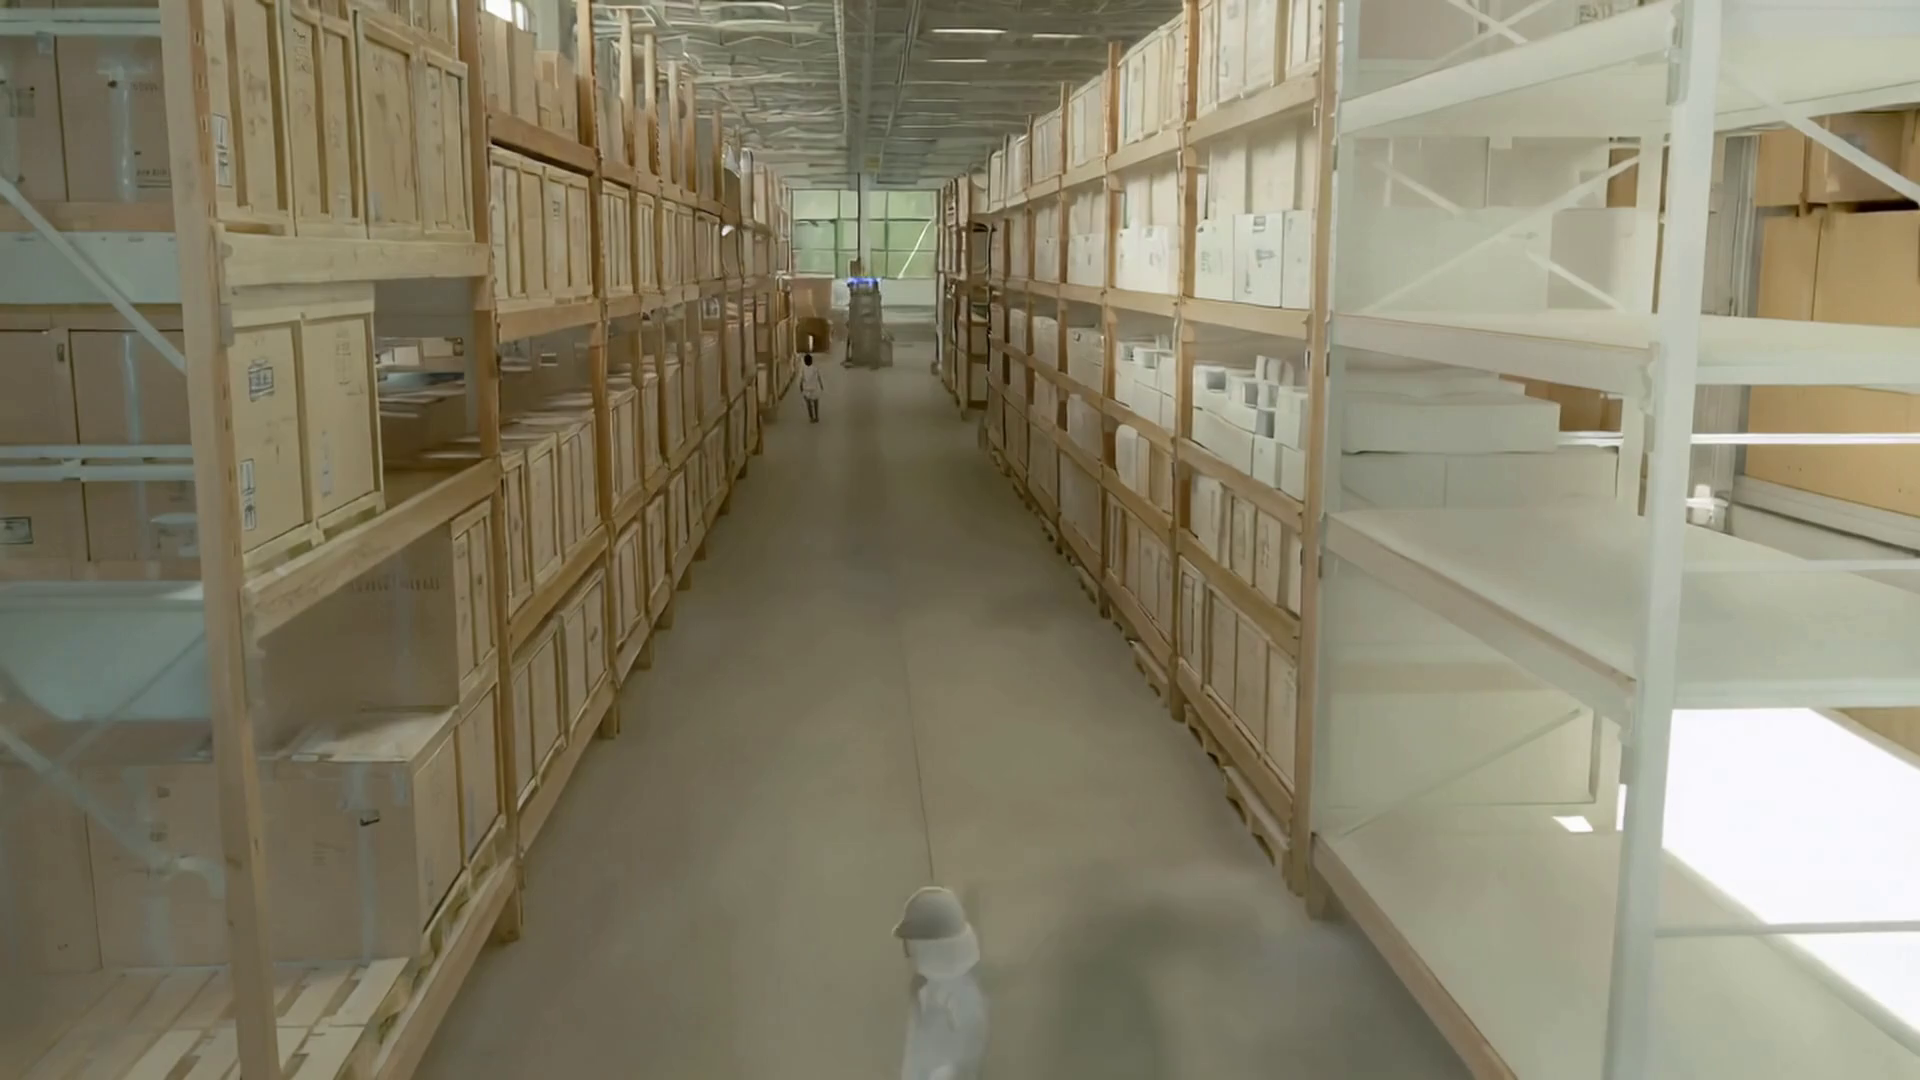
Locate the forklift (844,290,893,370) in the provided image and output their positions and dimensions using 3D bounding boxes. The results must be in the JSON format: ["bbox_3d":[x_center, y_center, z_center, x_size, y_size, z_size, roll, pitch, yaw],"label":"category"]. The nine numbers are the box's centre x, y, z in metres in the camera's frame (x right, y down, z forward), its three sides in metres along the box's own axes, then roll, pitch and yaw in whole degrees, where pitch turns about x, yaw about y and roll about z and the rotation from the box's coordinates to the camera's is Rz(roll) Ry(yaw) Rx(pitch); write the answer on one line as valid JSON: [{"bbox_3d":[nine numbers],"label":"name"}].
[{"bbox_3d":[-3.233,-7.510,59.329,1.129,2.768,1.873,4,10,22],"label":"forklift"}]

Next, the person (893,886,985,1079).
[{"bbox_3d":[-0.006,2.016,5.824,0.523,1.726,0.488,-3,10,-17],"label":"person"}]

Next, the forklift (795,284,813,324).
[{"bbox_3d":[-7.292,-10.484,77.093,1.129,2.768,1.873,-1,10,-4],"label":"forklift"}]

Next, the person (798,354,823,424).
[{"bbox_3d":[-3.545,-3.580,39.438,0.595,1.666,0.487,0,10,0],"label":"person"}]

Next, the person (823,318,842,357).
[{"bbox_3d":[-5.141,-8.211,67.374,0.850,1.598,0.558,-7,12,-34],"label":"person"}]

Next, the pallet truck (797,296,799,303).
[{"bbox_3d":[-8.622,-12.439,91.403,1.885,1.965,0.823,2,10,13],"label":"pallet truck"}]
